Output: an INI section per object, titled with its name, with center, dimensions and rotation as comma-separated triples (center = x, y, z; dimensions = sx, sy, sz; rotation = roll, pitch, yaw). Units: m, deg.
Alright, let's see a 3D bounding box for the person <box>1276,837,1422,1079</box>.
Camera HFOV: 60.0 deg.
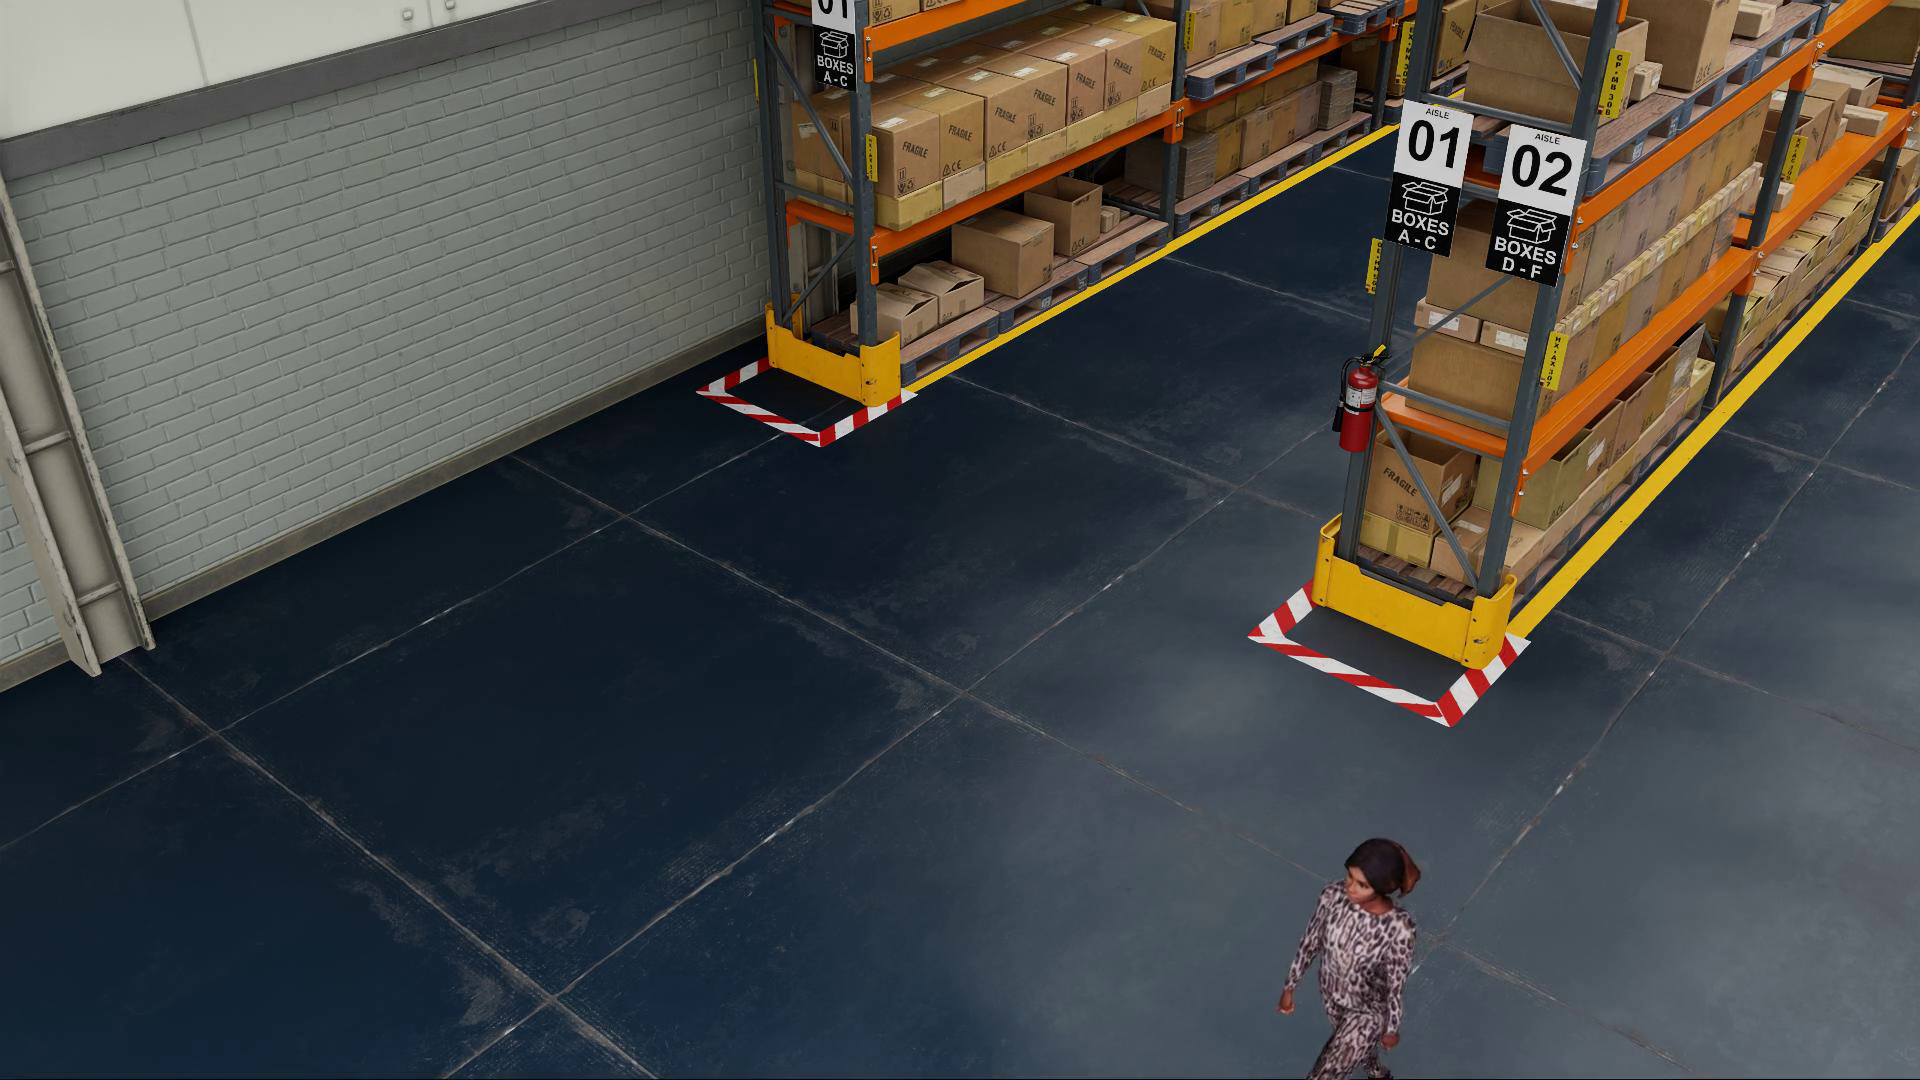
[person]
center = 1.625, 1.846, 6.682
dimensions = 1.210, 1.661, 0.807
rotation = -21, 38, -29
